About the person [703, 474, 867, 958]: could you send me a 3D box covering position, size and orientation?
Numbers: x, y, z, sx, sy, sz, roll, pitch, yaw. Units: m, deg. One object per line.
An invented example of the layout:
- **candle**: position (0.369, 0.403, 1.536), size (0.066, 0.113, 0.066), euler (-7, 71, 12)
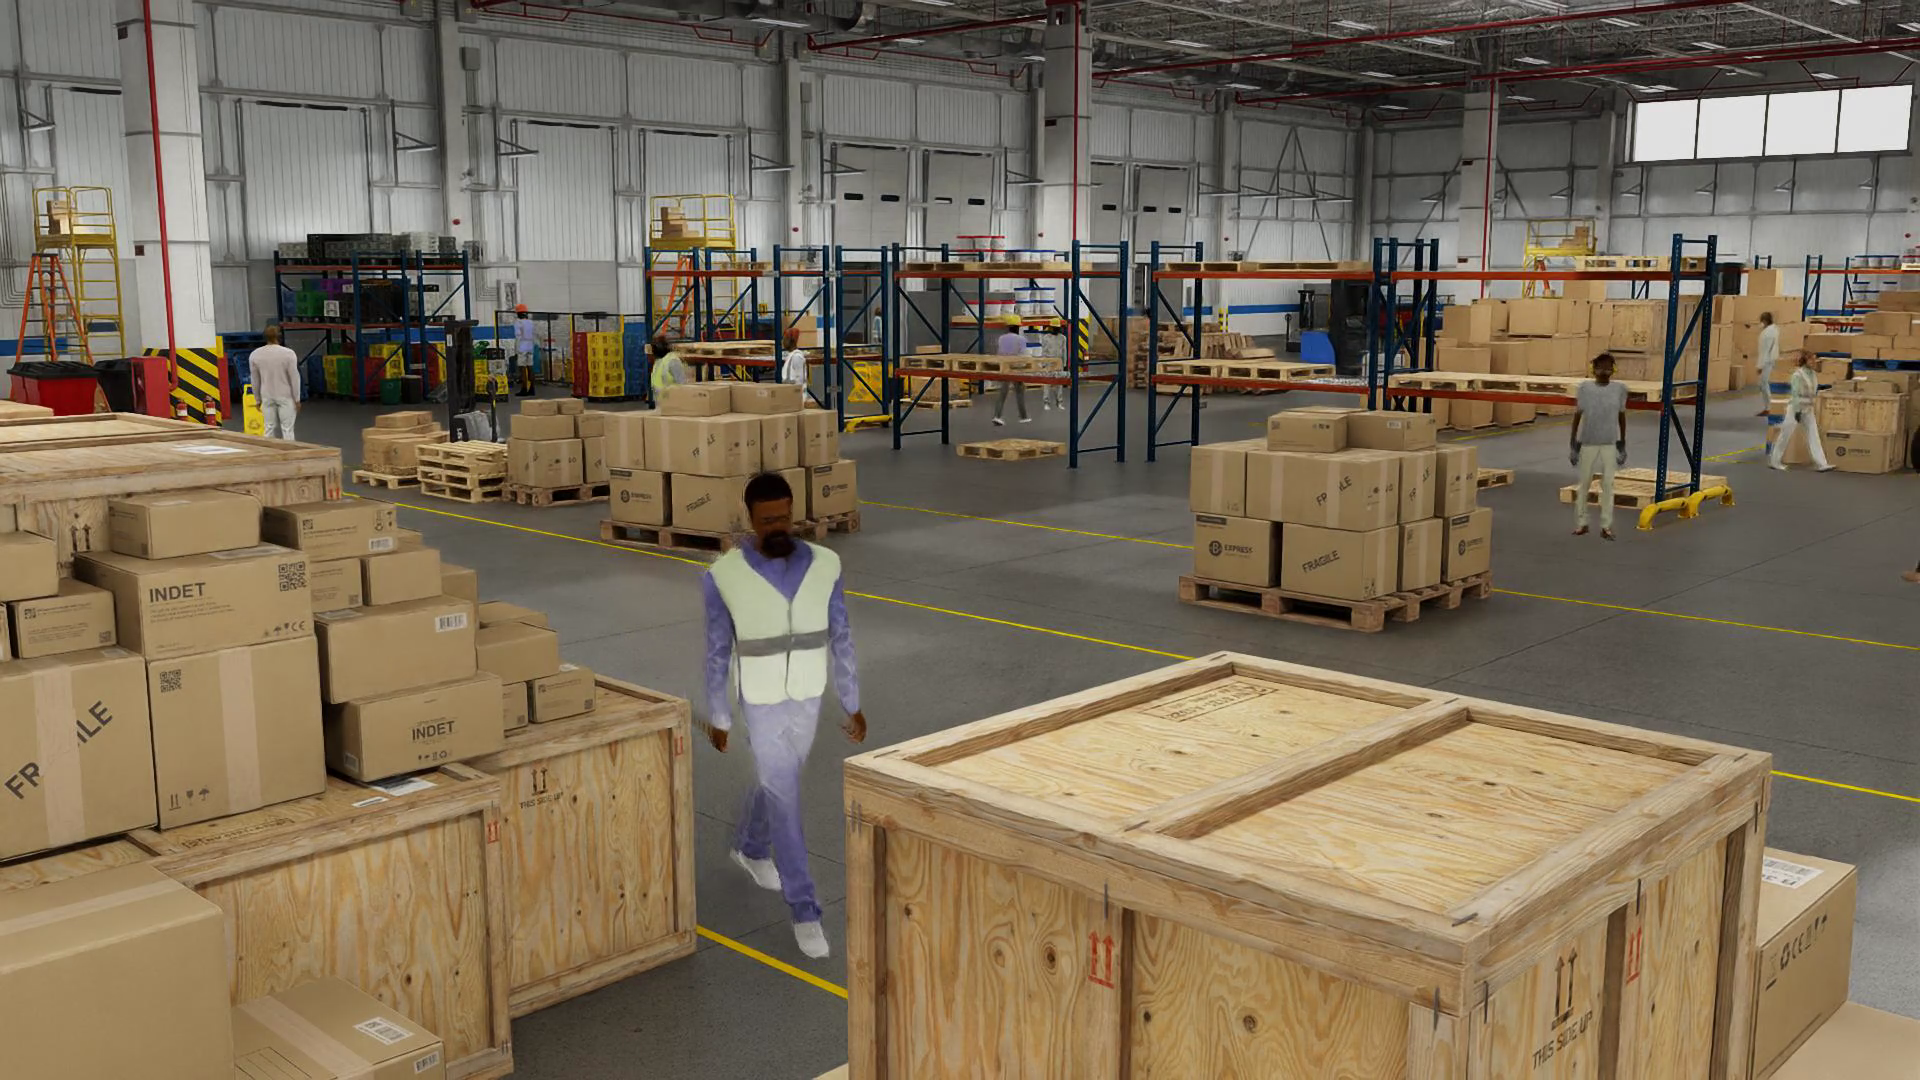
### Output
- **person**: position (-0.746, 0.641, 6.777), size (0.609, 1.868, 1.020), euler (-6, 11, -30)

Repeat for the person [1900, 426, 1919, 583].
- **person**: position (8.271, -0.623, 13.932), size (0.699, 2.000, 0.581), euler (-7, 12, -37)

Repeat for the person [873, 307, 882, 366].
- **person**: position (-2.177, -5.401, 44.485), size (0.321, 1.632, 0.524), euler (-1, 9, -5)

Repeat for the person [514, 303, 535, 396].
- **person**: position (-9.111, -3.963, 34.728), size (0.358, 1.937, 0.549), euler (5, 10, 27)

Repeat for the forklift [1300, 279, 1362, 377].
- **forklift**: position (9.457, -5.468, 41.070), size (1.873, 2.768, 1.129), euler (9, 13, 43)

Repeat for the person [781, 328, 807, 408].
- **person**: position (-2.198, -1.866, 22.029), size (0.337, 1.882, 0.585), euler (-2, 10, -14)

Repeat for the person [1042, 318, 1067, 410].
- **person**: position (1.782, -3.319, 31.388), size (0.484, 1.739, 0.319), euler (-2, 9, -11)

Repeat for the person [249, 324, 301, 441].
- **person**: position (-8.881, -1.829, 21.637), size (0.628, 1.940, 0.373), euler (0, 9, 0)

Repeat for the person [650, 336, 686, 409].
- **person**: position (-3.703, -1.716, 21.386), size (0.449, 1.805, 0.775), euler (-7, 12, -36)

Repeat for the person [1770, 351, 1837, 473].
- **person**: position (11.026, -1.669, 21.718), size (0.545, 1.588, 0.867), euler (-5, 11, -29)

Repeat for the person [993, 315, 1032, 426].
- **person**: position (0.876, -2.882, 28.292), size (0.597, 1.882, 1.013), euler (7, 11, 35)

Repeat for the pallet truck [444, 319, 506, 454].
- **pallet truck**: position (-6.981, -1.942, 22.150), size (1.885, 1.965, 0.823), euler (1, 9, 9)

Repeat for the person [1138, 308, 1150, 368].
- **person**: position (4.797, -5.081, 42.363), size (0.403, 1.684, 0.535), euler (1, 9, 5)

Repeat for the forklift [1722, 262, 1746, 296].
- **forklift**: position (20.646, -6.037, 44.560), size (1.873, 2.768, 1.129), euler (6, 11, 35)

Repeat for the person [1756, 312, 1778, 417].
- **person**: position (14.593, -3.178, 30.079), size (0.372, 1.901, 0.766), euler (6, 11, 32)

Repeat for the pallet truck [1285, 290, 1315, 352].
- **pallet truck**: position (11.297, -6.951, 52.861), size (1.885, 1.965, 0.823), euler (-5, 11, -29)

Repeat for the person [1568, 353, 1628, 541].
- **person**: position (6.280, -0.908, 16.353), size (0.556, 1.832, 0.703), euler (3, 10, 15)
